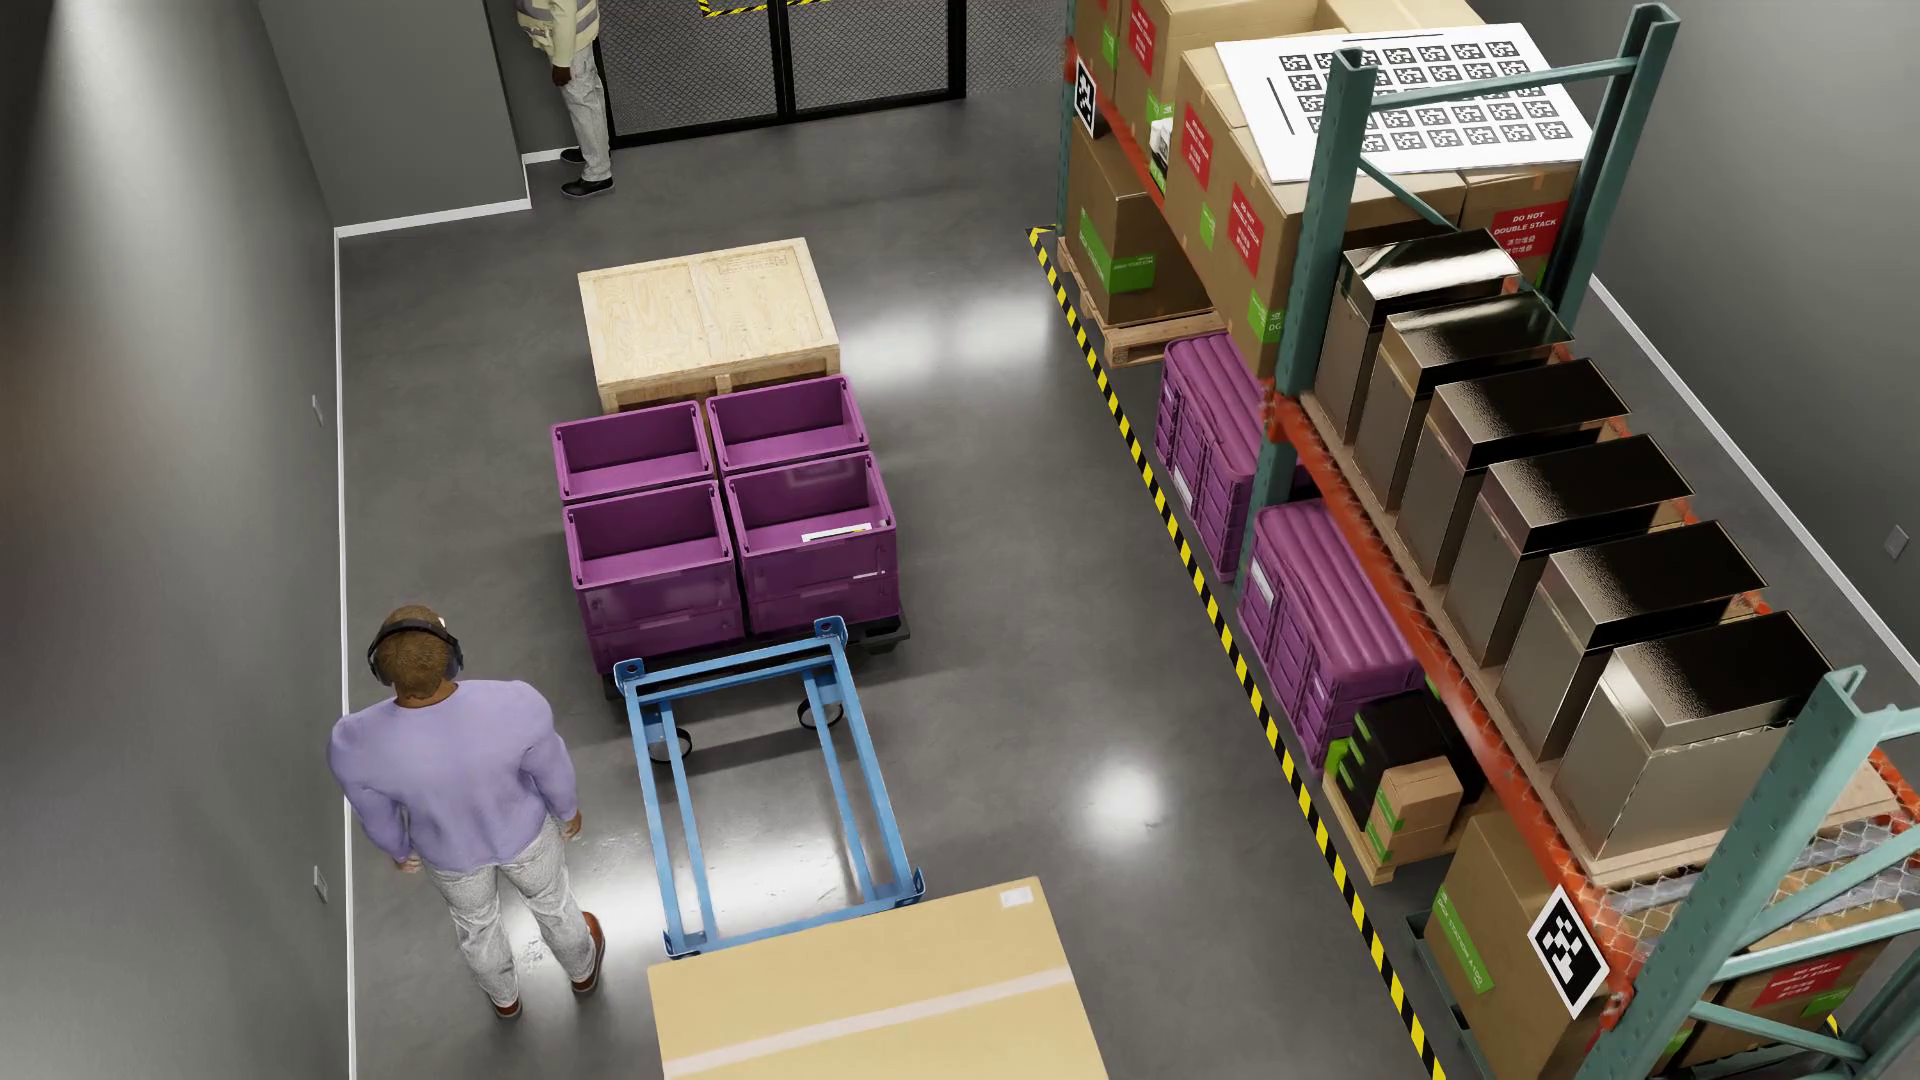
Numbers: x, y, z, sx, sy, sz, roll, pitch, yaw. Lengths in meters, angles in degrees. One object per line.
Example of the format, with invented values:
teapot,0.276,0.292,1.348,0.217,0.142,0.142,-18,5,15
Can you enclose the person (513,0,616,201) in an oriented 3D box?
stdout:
person,-1.994,-2.560,8.307,0.403,1.834,0.589,-5,48,-5

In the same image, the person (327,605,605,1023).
person,-1.464,0.874,5.084,0.629,1.940,0.373,-13,49,-12
